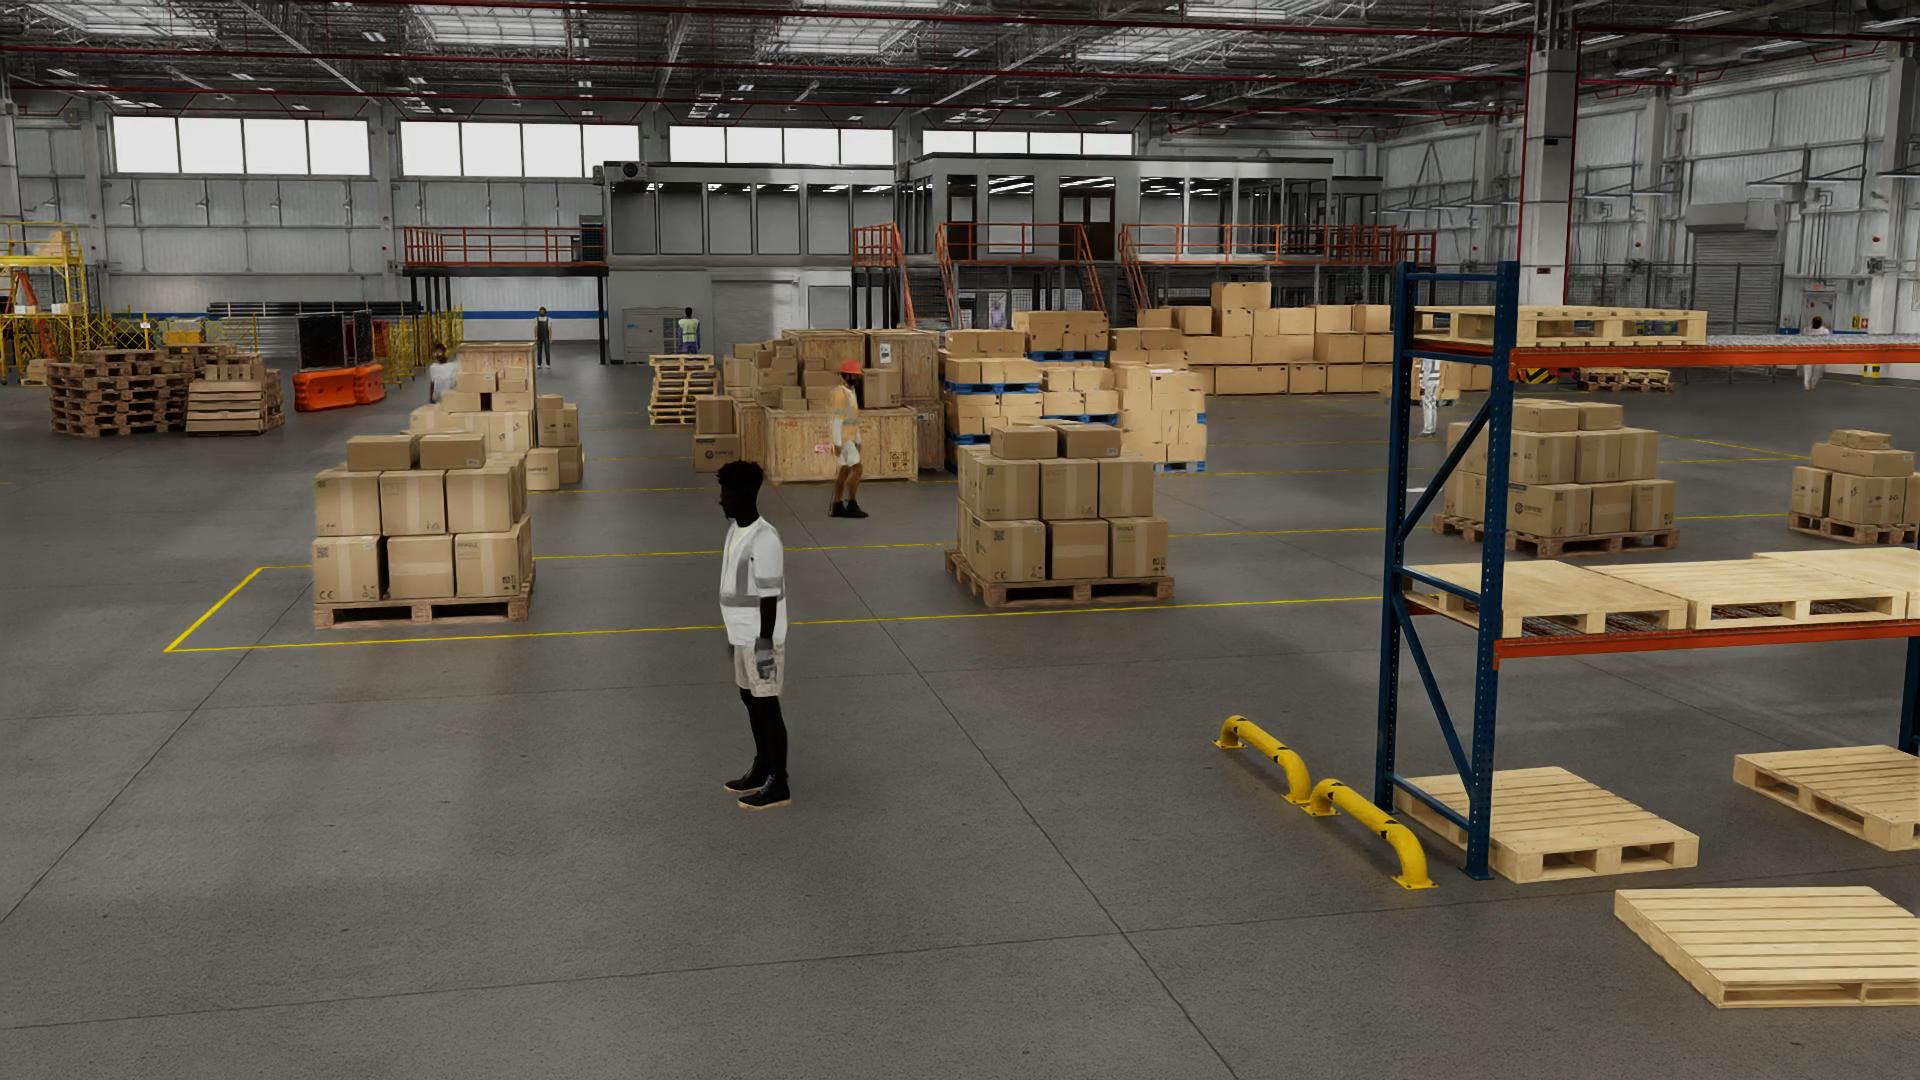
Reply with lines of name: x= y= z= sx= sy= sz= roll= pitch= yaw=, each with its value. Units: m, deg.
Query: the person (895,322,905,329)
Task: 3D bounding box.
person: x=-1.290 y=-4.292 z=39.353 sx=0.757 sy=1.718 sz=0.486 roll=-6 pitch=11 yaw=-34

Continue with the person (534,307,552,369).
person: x=-12.355 y=-5.991 z=49.306 sx=0.504 sy=1.840 sz=0.345 roll=-2 pitch=10 yaw=-12

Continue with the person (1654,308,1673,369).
person: x=20.884 y=-5.991 z=49.482 sx=0.627 sy=1.796 sz=0.976 roll=-1 pitch=9 yaw=-8

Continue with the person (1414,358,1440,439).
person: x=8.240 y=-2.722 z=29.246 sx=0.347 sy=1.882 sz=0.584 roll=6 pitch=11 yaw=34

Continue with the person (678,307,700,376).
person: x=-7.378 y=-5.383 z=45.362 sx=0.600 sy=1.917 sz=0.377 roll=-2 pitch=10 yaw=-14

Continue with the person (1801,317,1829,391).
person: x=20.855 y=-4.538 z=40.602 sx=0.642 sy=1.822 sz=0.802 roll=4 pitch=10 yaw=24

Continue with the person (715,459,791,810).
person: x=-1.159 y=0.520 z=9.283 sx=0.378 sy=1.958 sz=0.606 roll=-4 pitch=10 yaw=-23

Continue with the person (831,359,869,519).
person: x=-1.276 y=-1.200 z=19.860 sx=0.657 sy=1.914 sz=0.583 roll=2 pitch=9 yaw=10

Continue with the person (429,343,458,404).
person: x=-8.059 y=-2.183 z=26.102 sx=0.507 sy=1.848 sz=0.721 roll=2 pitch=10 yaw=12
